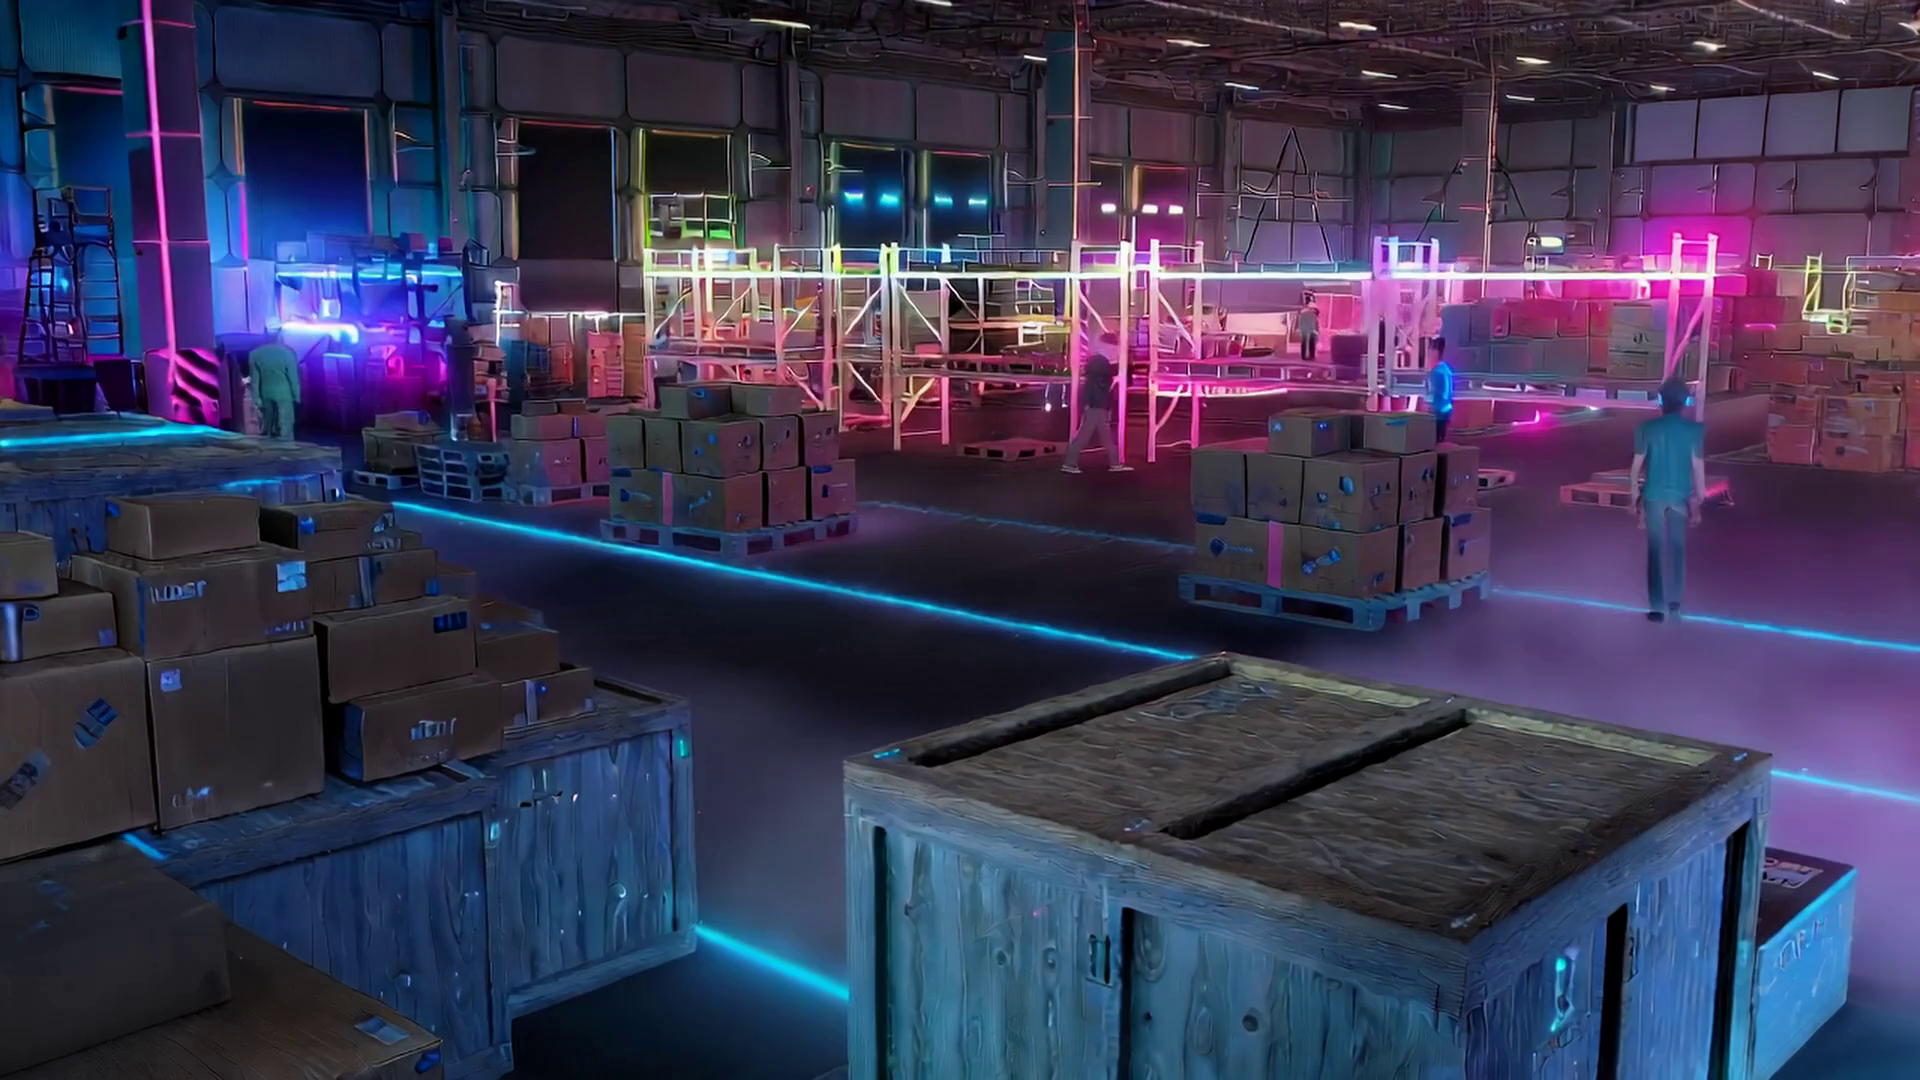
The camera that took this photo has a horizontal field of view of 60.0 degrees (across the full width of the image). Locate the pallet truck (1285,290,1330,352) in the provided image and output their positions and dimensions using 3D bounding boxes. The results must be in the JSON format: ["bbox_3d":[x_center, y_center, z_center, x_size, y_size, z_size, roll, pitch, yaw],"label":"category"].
[{"bbox_3d":[11.297,-6.951,52.861,1.885,1.965,0.823,-5,11,-29],"label":"pallet truck"}]

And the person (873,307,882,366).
[{"bbox_3d":[-2.179,-5.392,44.430,0.312,1.633,0.517,-2,9,-10],"label":"person"}]

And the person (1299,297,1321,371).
[{"bbox_3d":[9.134,-5.370,43.357,0.372,1.936,0.629,-9,13,-43],"label":"person"}]

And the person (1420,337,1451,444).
[{"bbox_3d":[5.432,-1.372,19.006,0.339,1.881,0.584,4,10,21],"label":"person"}]

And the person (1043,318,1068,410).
[{"bbox_3d":[1.810,-3.322,31.420,0.487,1.737,0.322,-2,9,-11],"label":"person"}]

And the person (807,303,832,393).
[{"bbox_3d":[-3.019,-4.101,35.610,0.586,1.920,0.419,2,9,12],"label":"person"}]

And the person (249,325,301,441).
[{"bbox_3d":[-8.879,-1.827,21.637,0.629,1.937,0.373,0,9,0],"label":"person"}]

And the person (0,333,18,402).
[{"bbox_3d":[-12.778,-1.847,22.086,0.467,1.828,0.650,-2,9,-11],"label":"person"}]

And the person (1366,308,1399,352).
[{"bbox_3d":[8.104,-3.493,31.928,0.638,1.919,0.821,3,10,19],"label":"person"}]

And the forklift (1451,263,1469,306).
[{"bbox_3d":[13.960,-6.381,46.670,1.873,2.768,1.129,3,10,17],"label":"forklift"}]

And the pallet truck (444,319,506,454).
[{"bbox_3d":[-6.981,-1.942,22.150,1.885,1.965,0.823,1,9,9],"label":"pallet truck"}]

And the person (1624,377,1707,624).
[{"bbox_3d":[5.320,-0.303,12.573,0.526,1.845,0.650,3,10,15],"label":"person"}]

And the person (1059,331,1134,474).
[{"bbox_3d":[1.758,-1.772,21.569,1.014,1.857,0.622,-1,9,-6],"label":"person"}]

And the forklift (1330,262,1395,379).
[{"bbox_3d":[9.992,-5.316,40.140,1.873,2.768,1.129,-5,10,-26],"label":"forklift"}]
